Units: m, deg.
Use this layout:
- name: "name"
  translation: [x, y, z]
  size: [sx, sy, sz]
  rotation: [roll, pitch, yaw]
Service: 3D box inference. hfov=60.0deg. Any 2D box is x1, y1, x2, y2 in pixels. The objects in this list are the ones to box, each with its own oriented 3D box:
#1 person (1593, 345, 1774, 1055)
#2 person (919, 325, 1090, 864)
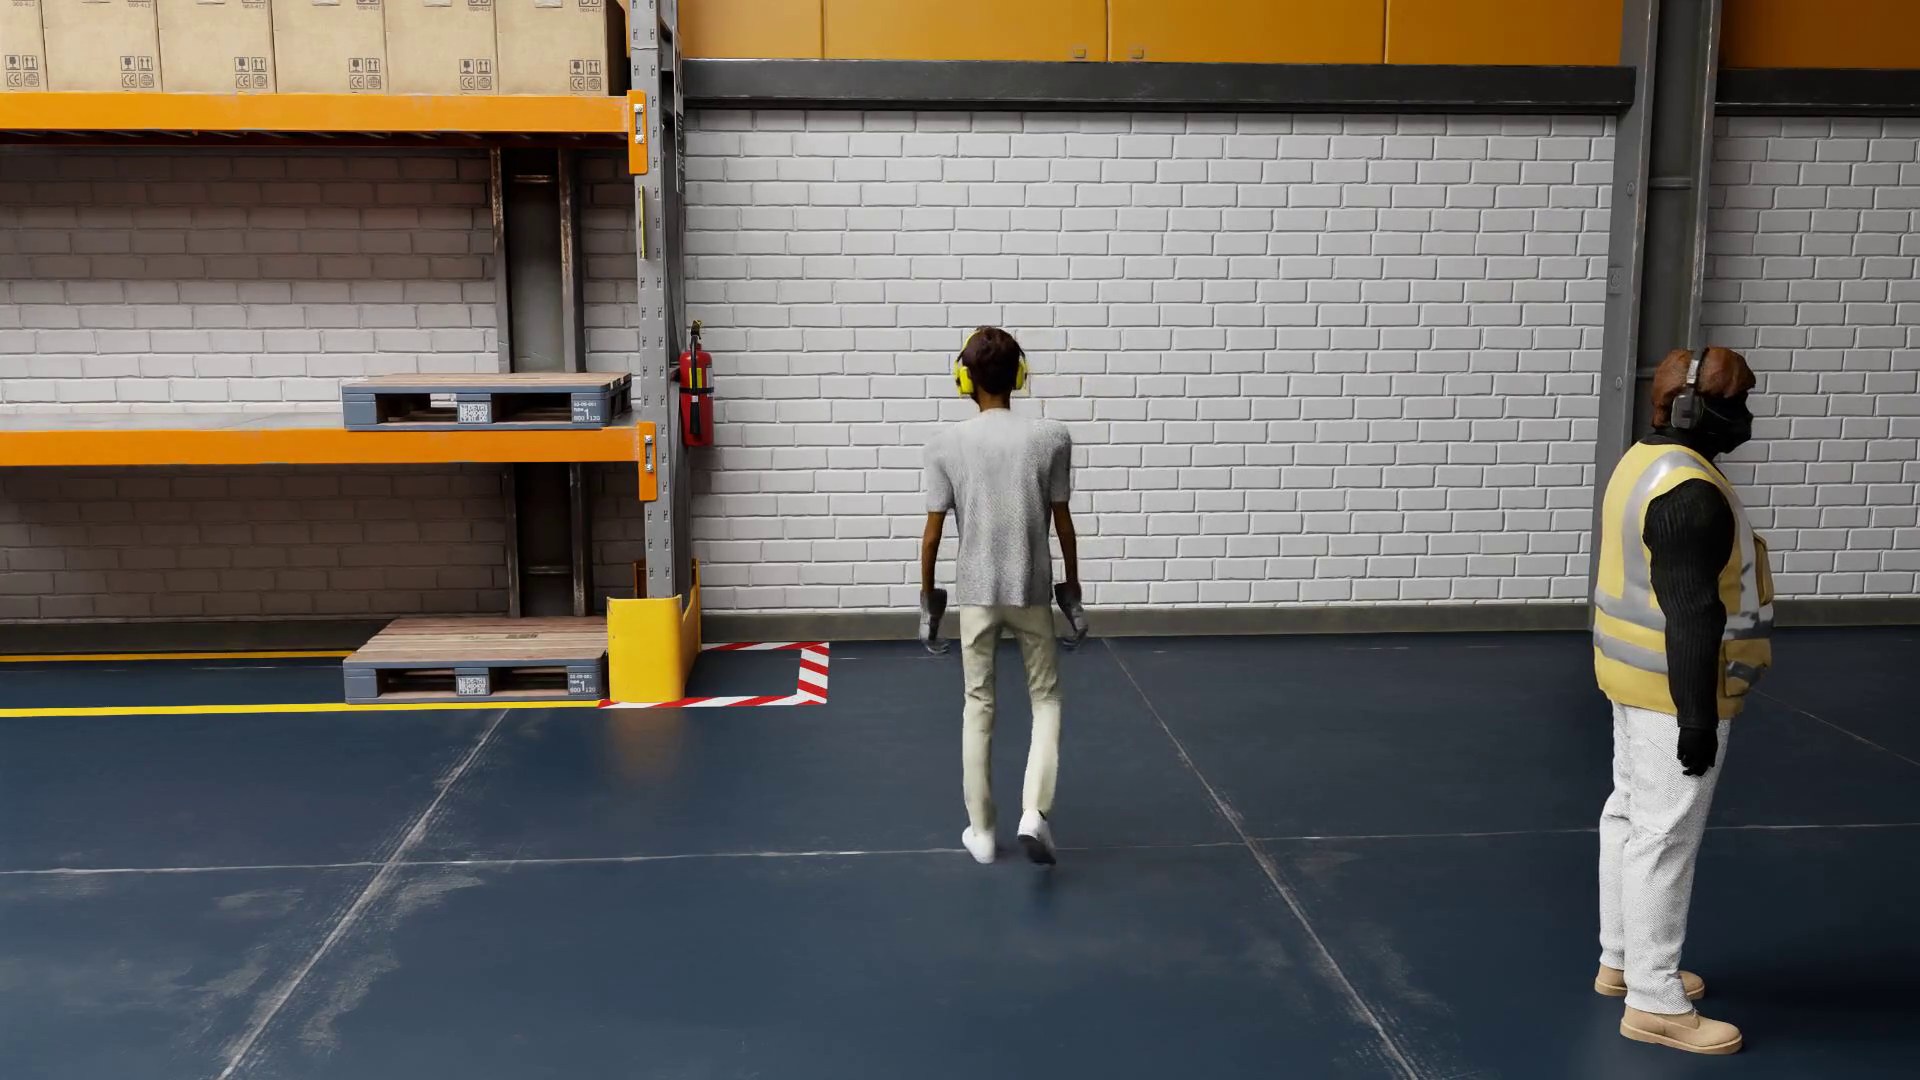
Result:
- name: "person"
  translation: [1.910, 0.409, 4.423]
  size: [0.429, 1.842, 0.626]
  rotation: [2, 9, 10]
- name: "person"
  translation: [0.147, 0.210, 5.616]
  size: [0.588, 1.855, 0.539]
  rotation: [0, 9, 0]
